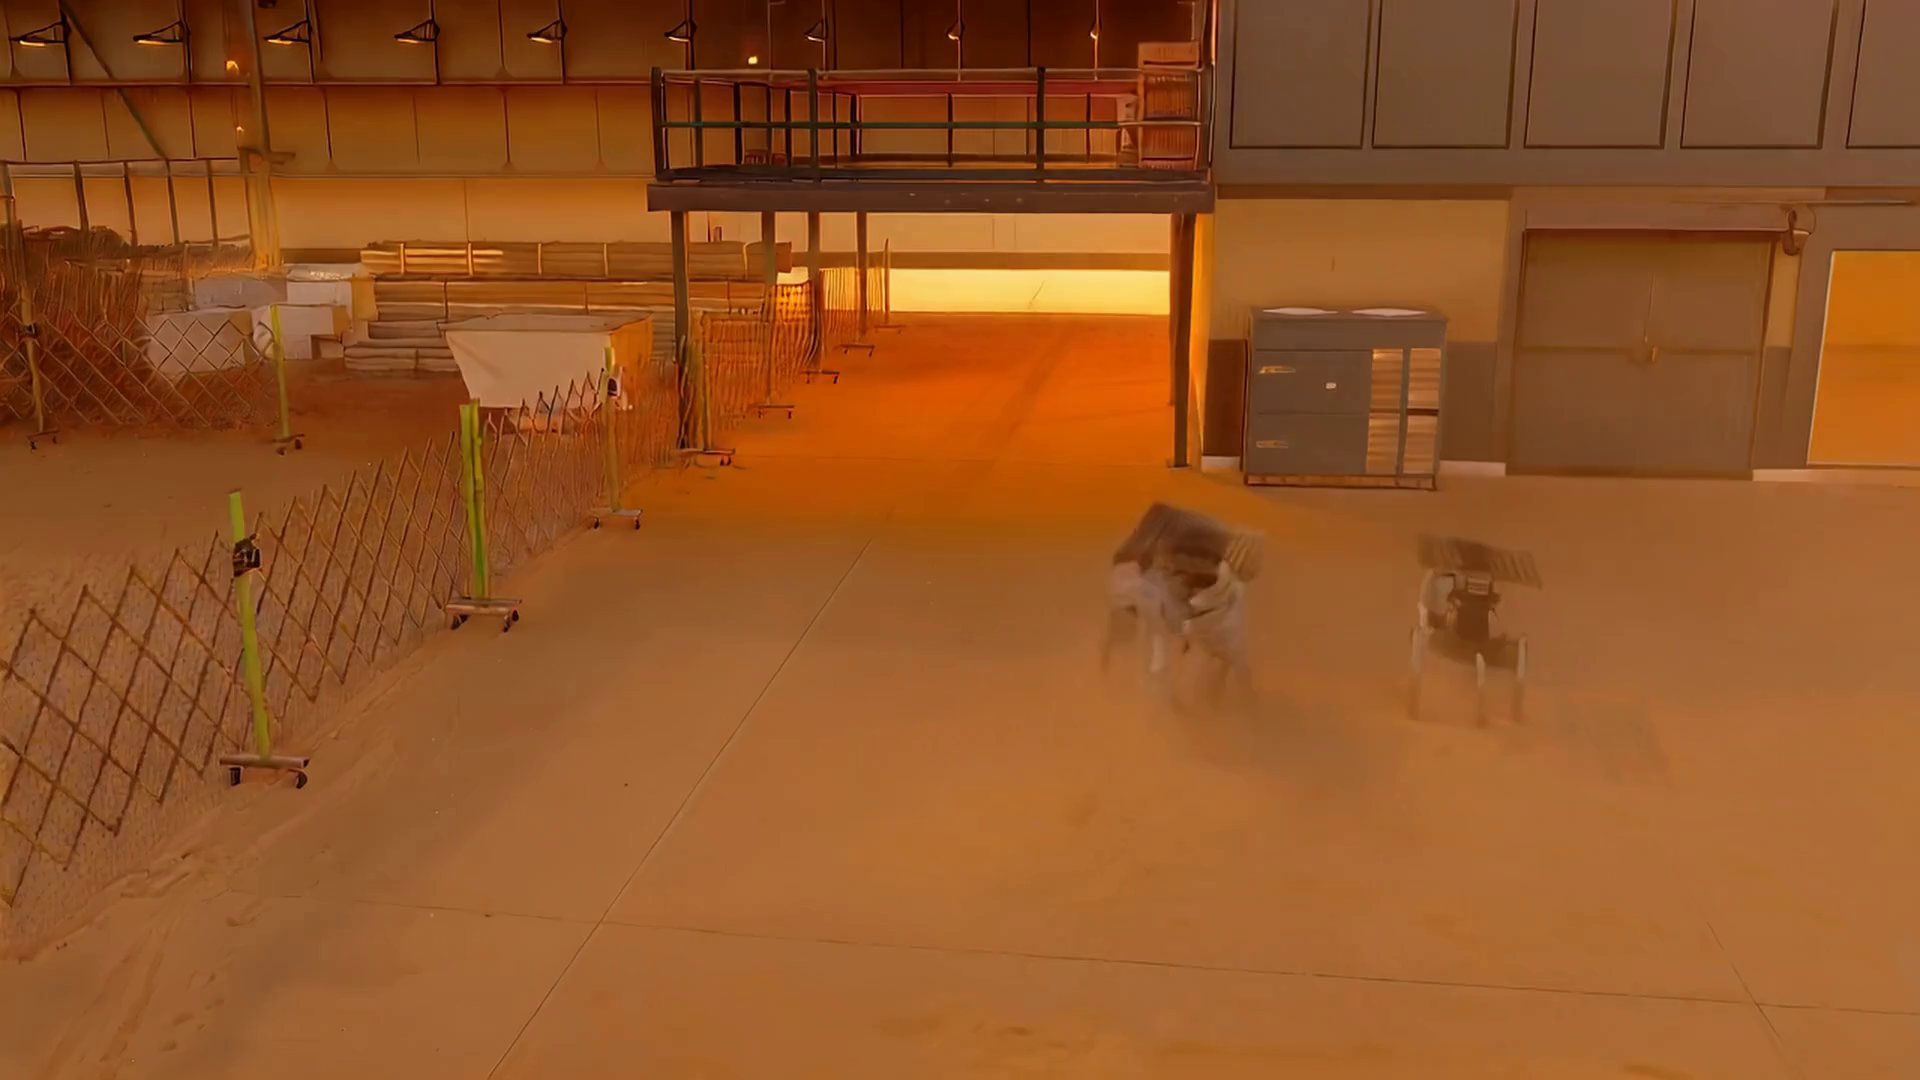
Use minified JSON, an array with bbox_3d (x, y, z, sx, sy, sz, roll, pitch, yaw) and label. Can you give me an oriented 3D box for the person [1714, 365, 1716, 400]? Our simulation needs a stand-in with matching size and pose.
[{"bbox_3d":[8.105,-1.649,18.106,0.265,1.632,0.508,-6,15,-22],"label":"person"}]
